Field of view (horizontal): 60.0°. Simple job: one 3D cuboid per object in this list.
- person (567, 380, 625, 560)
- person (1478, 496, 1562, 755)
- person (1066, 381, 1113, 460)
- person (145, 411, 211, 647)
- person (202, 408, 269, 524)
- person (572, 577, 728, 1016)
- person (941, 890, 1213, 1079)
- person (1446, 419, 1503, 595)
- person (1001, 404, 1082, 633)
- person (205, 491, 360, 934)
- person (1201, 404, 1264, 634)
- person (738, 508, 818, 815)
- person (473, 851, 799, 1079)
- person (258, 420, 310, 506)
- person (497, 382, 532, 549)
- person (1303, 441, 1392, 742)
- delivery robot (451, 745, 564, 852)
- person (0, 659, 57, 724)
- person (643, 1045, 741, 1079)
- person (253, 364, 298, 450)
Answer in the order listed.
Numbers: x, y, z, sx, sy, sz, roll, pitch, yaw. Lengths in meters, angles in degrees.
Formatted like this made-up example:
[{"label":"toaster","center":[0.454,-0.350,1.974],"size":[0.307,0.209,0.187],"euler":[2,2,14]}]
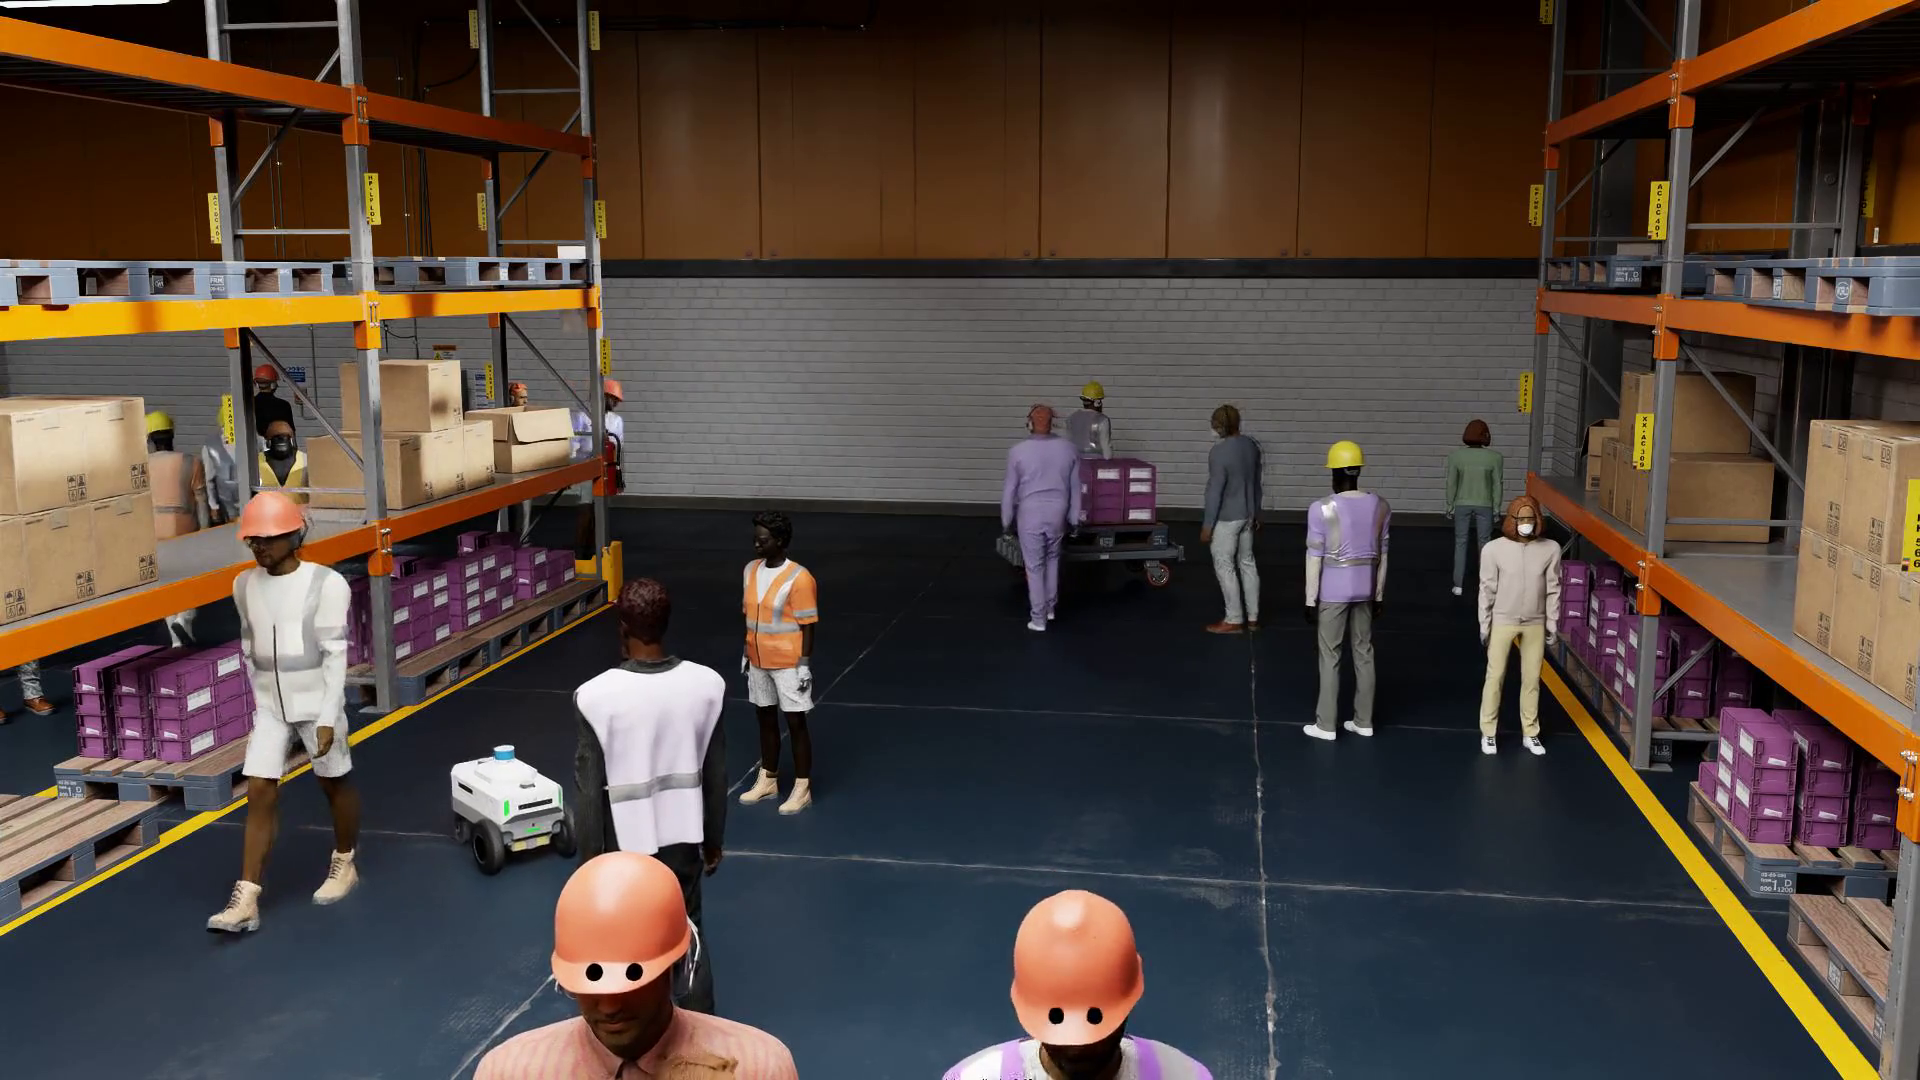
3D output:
[{"label":"person","center":[-3.689,-0.679,16.923],"size":[0.440,1.877,0.629],"euler":[8,12,41]},{"label":"person","center":[3.444,0.531,10.271],"size":[0.493,1.624,0.284],"euler":[0,9,1]},{"label":"person","center":[1.390,-0.747,17.489],"size":[0.403,1.835,0.586],"euler":[-9,13,-43]},{"label":"person","center":[-6.153,-0.050,12.964],"size":[0.588,1.906,0.515],"euler":[-2,9,-9]},{"label":"person","center":[-6.739,-0.394,15.586],"size":[0.595,1.757,0.967],"euler":[-3,10,-18]},{"label":"person","center":[-1.089,1.087,5.958],"size":[0.604,1.910,0.387],"euler":[-7,12,-39]},{"label":"person","center":[0.210,1.545,3.094],"size":[0.549,1.920,0.455],"euler":[-1,9,-7]},{"label":"person","center":[4.727,-0.293,15.307],"size":[0.500,1.632,0.286],"euler":[4,10,22]},{"label":"person","center":[0.638,-0.191,13.875],"size":[0.673,1.887,0.657],"euler":[-3,10,-18]},{"label":"person","center":[-3.085,0.786,7.560],"size":[0.615,1.994,1.007],"euler":[2,9,10]},{"label":"person","center":[2.285,-0.165,13.700],"size":[0.343,1.911,0.778],"euler":[9,13,43]},{"label":"person","center":[-1.012,0.667,9.190],"size":[0.551,1.695,0.316],"euler":[7,12,39]},{"label":"person","center":[-0.583,1.517,3.035],"size":[0.623,1.992,0.397],"euler":[-1,9,-7]},{"label":"person","center":[-5.296,-0.026,13.067],"size":[0.618,1.834,0.430],"euler":[-4,10,-22]},{"label":"person","center":[-4.491,-0.660,16.830],"size":[0.349,1.879,0.581],"euler":[5,10,28]},{"label":"person","center":[2.450,0.326,10.624],"size":[0.588,1.918,0.397],"euler":[-3,10,-19]},{"label":"delivery robot","center":[-2.327,1.298,8.526],"size":[0.477,0.478,0.707],"euler":[-7,12,-38]},{"label":"person","center":[-6.342,0.243,11.066],"size":[0.373,1.940,0.630],"euler":[7,11,36]},{"label":"person","center":[-0.464,1.697,3.049],"size":[0.322,1.632,0.507],"euler":[-1,9,-7]},{"label":"person","center":[-7.393,-0.886,17.855],"size":[0.625,1.991,0.394],"euler":[2,9,10]}]
